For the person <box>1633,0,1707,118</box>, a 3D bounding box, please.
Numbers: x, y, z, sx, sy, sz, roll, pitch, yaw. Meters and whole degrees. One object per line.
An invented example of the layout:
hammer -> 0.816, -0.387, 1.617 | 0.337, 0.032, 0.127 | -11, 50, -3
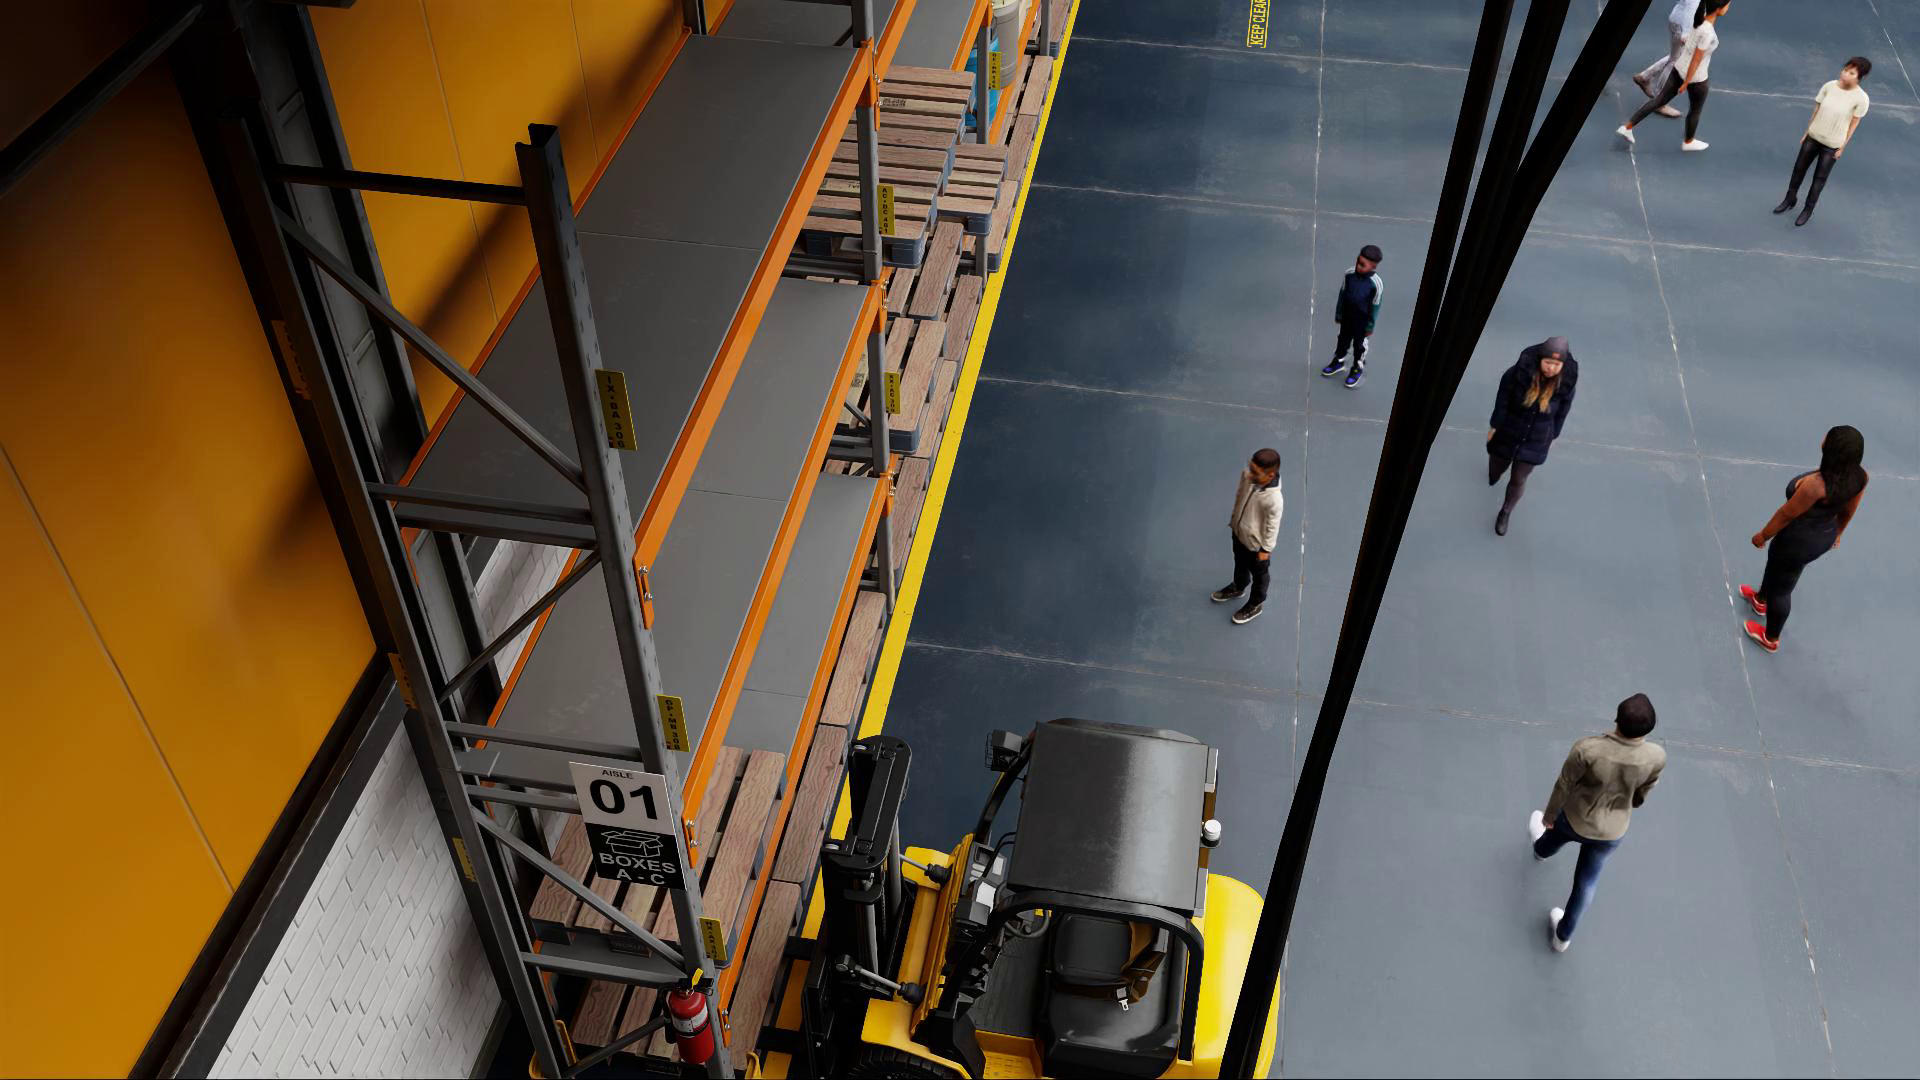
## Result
person -> 6.955, -5.026, 16.125 | 0.885, 1.878, 0.862 | 22, 48, 22

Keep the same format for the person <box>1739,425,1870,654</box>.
person -> 5.556, 0.052, 10.853 | 0.875, 1.799, 0.949 | -18, 47, -18

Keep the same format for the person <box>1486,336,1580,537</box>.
person -> 4.021, -0.820, 11.871 | 0.741, 1.657, 0.921 | 13, 45, 14

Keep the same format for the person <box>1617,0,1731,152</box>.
person -> 6.767, -4.383, 15.645 | 0.727, 1.611, 1.079 | 2, 44, 2

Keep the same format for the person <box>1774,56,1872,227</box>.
person -> 7.712, -3.569, 14.806 | 0.696, 1.587, 0.642 | -27, 50, -25

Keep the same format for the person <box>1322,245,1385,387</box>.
person -> 3.161, -1.802, 13.193 | 0.572, 1.256, 0.605 | 33, 53, 30

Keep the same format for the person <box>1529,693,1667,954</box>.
person -> 3.508, 1.615, 9.197 | 0.727, 1.820, 1.100 | 6, 44, 6

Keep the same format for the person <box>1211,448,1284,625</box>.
person -> 1.994, -0.060, 11.223 | 0.721, 1.450, 0.640 | -20, 47, -20
